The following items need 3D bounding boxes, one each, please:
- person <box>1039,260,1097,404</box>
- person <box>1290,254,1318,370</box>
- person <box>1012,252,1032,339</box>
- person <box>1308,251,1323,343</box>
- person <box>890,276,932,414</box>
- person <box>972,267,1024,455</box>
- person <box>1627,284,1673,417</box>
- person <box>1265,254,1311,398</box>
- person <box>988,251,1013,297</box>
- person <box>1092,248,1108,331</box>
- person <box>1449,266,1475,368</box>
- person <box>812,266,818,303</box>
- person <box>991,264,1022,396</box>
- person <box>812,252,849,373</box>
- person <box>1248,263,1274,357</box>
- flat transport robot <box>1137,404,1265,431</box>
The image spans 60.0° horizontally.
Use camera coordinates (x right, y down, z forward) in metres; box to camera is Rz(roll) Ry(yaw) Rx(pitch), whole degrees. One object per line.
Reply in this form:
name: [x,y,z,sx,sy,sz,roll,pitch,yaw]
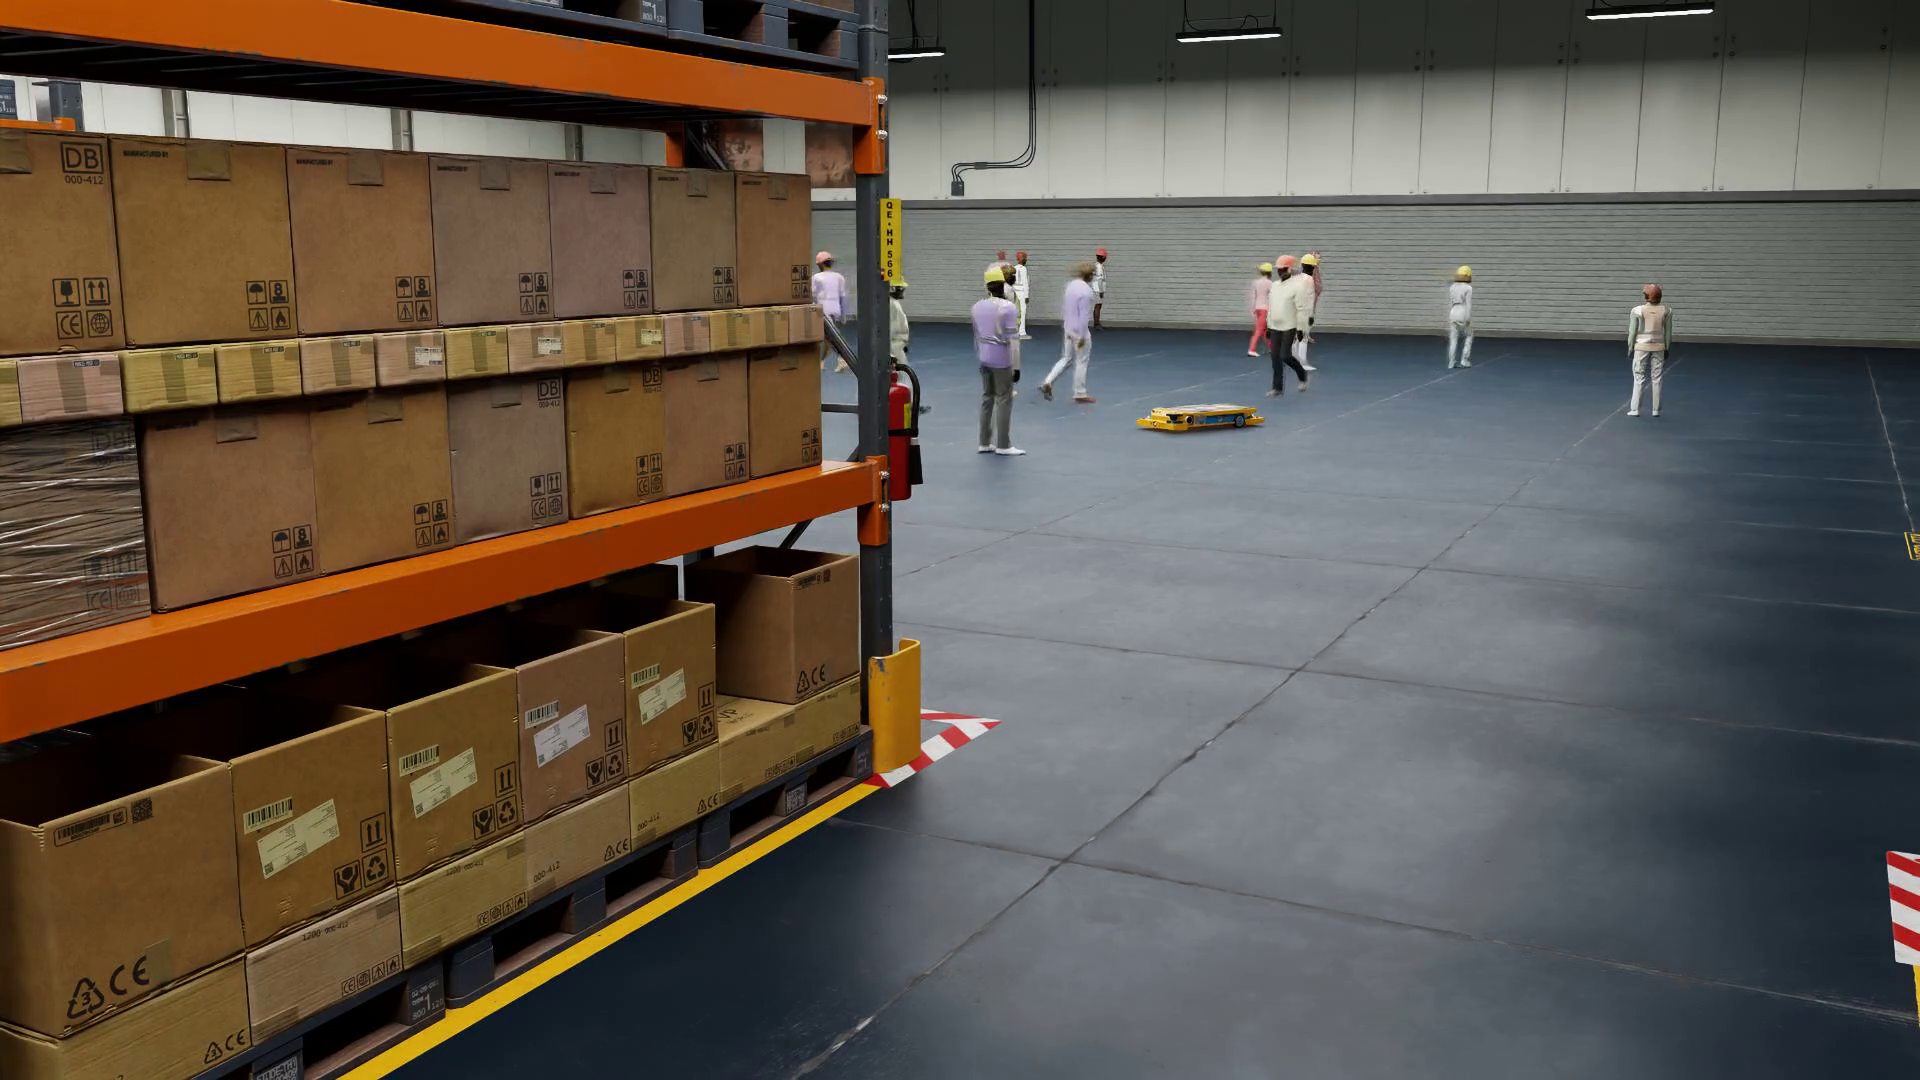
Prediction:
person: [1.474,-2.747,22.095,0.683,1.912,0.646,-5,11,-23]
person: [5.750,-3.789,27.721,0.386,1.922,0.594,-3,11,-16]
person: [1.331,-5.294,36.043,0.355,1.884,0.575,-5,11,-25]
person: [7.346,-5.053,34.666,0.402,1.906,0.649,2,11,11]
person: [-0.864,-2.472,20.926,0.924,1.794,0.594,-1,10,-4]
person: [0.377,-1.813,16.998,0.386,1.905,0.635,-10,14,-43]
person: [8.522,-2.335,20.569,0.515,1.641,0.309,1,10,7]
person: [4.537,-2.962,23.067,0.589,1.977,0.619,-7,12,-32]
person: [1.003,-6.127,40.631,0.655,1.868,0.954,0,10,2]
person: [3.297,-5.888,39.133,0.353,1.939,0.544,-1,10,-3]
person: [8.511,-3.768,28.160,0.524,1.727,0.487,-7,13,-35]
person: [-3.283,-5.172,34.944,0.689,2.000,0.538,8,13,37]
person: [0.648,-2.924,23.257,0.430,1.837,0.626,-3,11,-16]
person: [-2.125,-3.723,27.239,0.624,1.987,1.063,-8,13,-38]
person: [5.690,-4.270,30.921,0.946,1.716,0.528,-6,12,-29]
flat transport robot: [2.825,-1.448,19.471,1.431,0.197,0.652,-7,13,-34]
